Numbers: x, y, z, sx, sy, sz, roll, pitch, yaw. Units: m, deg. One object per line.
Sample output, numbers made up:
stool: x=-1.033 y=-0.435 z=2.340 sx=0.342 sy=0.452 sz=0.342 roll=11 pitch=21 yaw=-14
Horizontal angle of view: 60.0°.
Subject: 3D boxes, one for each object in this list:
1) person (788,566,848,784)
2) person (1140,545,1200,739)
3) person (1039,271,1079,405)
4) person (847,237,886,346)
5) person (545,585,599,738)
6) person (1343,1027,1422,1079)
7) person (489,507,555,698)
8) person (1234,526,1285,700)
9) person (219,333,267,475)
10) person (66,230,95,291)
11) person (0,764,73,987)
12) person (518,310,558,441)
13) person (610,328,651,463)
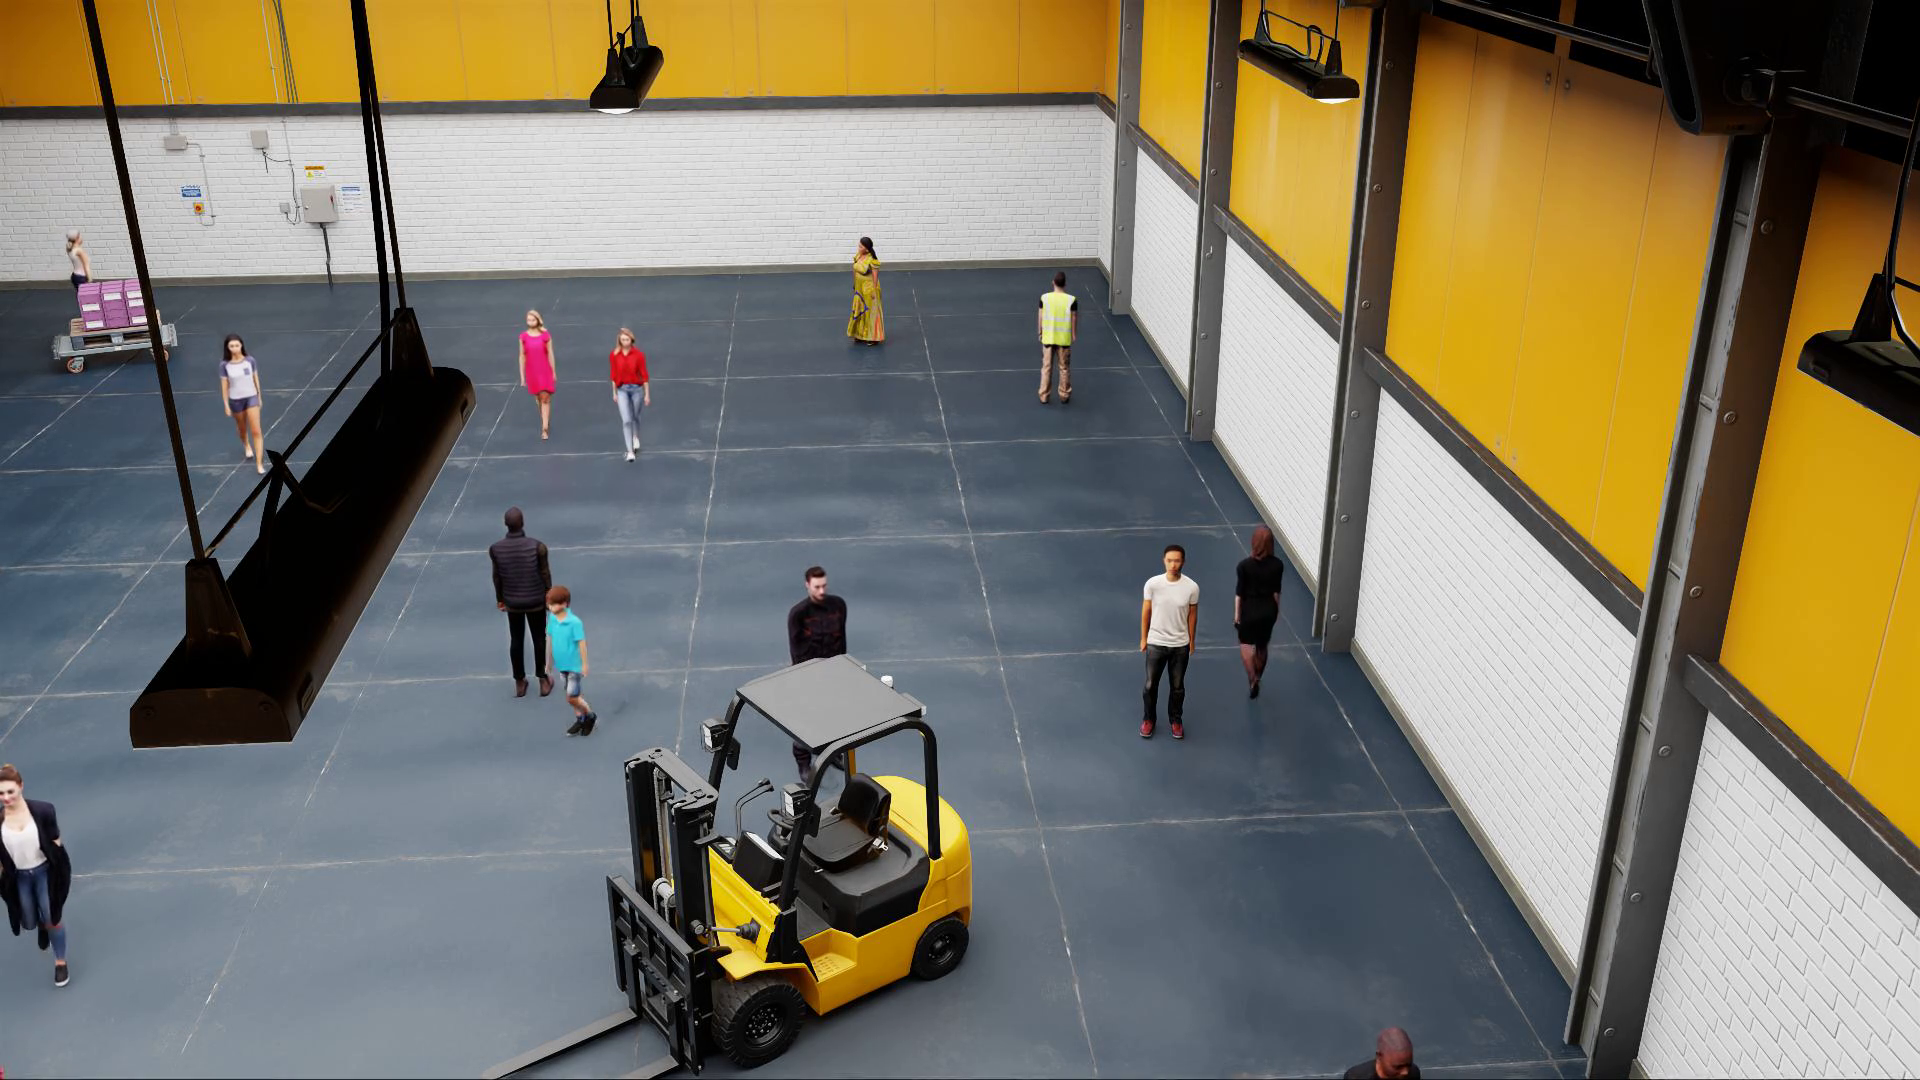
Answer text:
person: x=-1.169 y=1.089 z=13.869 sx=0.770 sy=1.913 sz=0.743 roll=-13 pitch=27 yaw=-27
person: x=1.818 y=0.869 z=14.506 sx=0.665 sy=1.805 sz=0.576 roll=1 pitch=24 yaw=3
person: x=1.327 y=-2.771 z=22.787 sx=0.733 sy=1.842 sz=0.742 roll=2 pitch=24 yaw=4
person: x=-1.428 y=-3.822 z=25.419 sx=0.991 sy=1.660 sz=1.055 roll=19 pitch=30 yaw=37
person: x=-3.379 y=1.036 z=14.590 sx=0.627 sy=1.433 sz=0.677 roll=13 pitch=27 yaw=27
person: x=2.143 y=3.317 z=8.975 sx=0.803 sy=1.749 sz=1.201 roll=-7 pitch=25 yaw=-17
person: x=-3.971 y=0.562 z=15.170 sx=0.704 sy=1.835 sz=0.598 roll=1 pitch=24 yaw=1
person: x=2.712 y=0.714 z=15.002 sx=0.583 sy=1.693 sz=0.733 roll=-1 pitch=24 yaw=-3
person: x=-8.861 y=-1.713 z=20.555 sx=0.927 sy=1.690 sz=1.232 roll=-12 pitch=26 yaw=-26
person: x=-13.551 y=-3.910 z=25.575 sx=0.810 sy=1.697 sz=0.875 roll=16 pitch=28 yaw=32
person: x=-6.379 y=2.261 z=11.488 sx=0.759 sy=1.672 sz=0.882 roll=-11 pitch=26 yaw=-23
person: x=-5.459 y=-2.179 z=21.622 sx=0.611 sy=1.691 sz=1.031 roll=-1 pitch=24 yaw=-3
person: x=-4.138 y=-1.853 z=20.926 sx=0.655 sy=1.651 sz=1.114 roll=-3 pitch=24 yaw=-7
